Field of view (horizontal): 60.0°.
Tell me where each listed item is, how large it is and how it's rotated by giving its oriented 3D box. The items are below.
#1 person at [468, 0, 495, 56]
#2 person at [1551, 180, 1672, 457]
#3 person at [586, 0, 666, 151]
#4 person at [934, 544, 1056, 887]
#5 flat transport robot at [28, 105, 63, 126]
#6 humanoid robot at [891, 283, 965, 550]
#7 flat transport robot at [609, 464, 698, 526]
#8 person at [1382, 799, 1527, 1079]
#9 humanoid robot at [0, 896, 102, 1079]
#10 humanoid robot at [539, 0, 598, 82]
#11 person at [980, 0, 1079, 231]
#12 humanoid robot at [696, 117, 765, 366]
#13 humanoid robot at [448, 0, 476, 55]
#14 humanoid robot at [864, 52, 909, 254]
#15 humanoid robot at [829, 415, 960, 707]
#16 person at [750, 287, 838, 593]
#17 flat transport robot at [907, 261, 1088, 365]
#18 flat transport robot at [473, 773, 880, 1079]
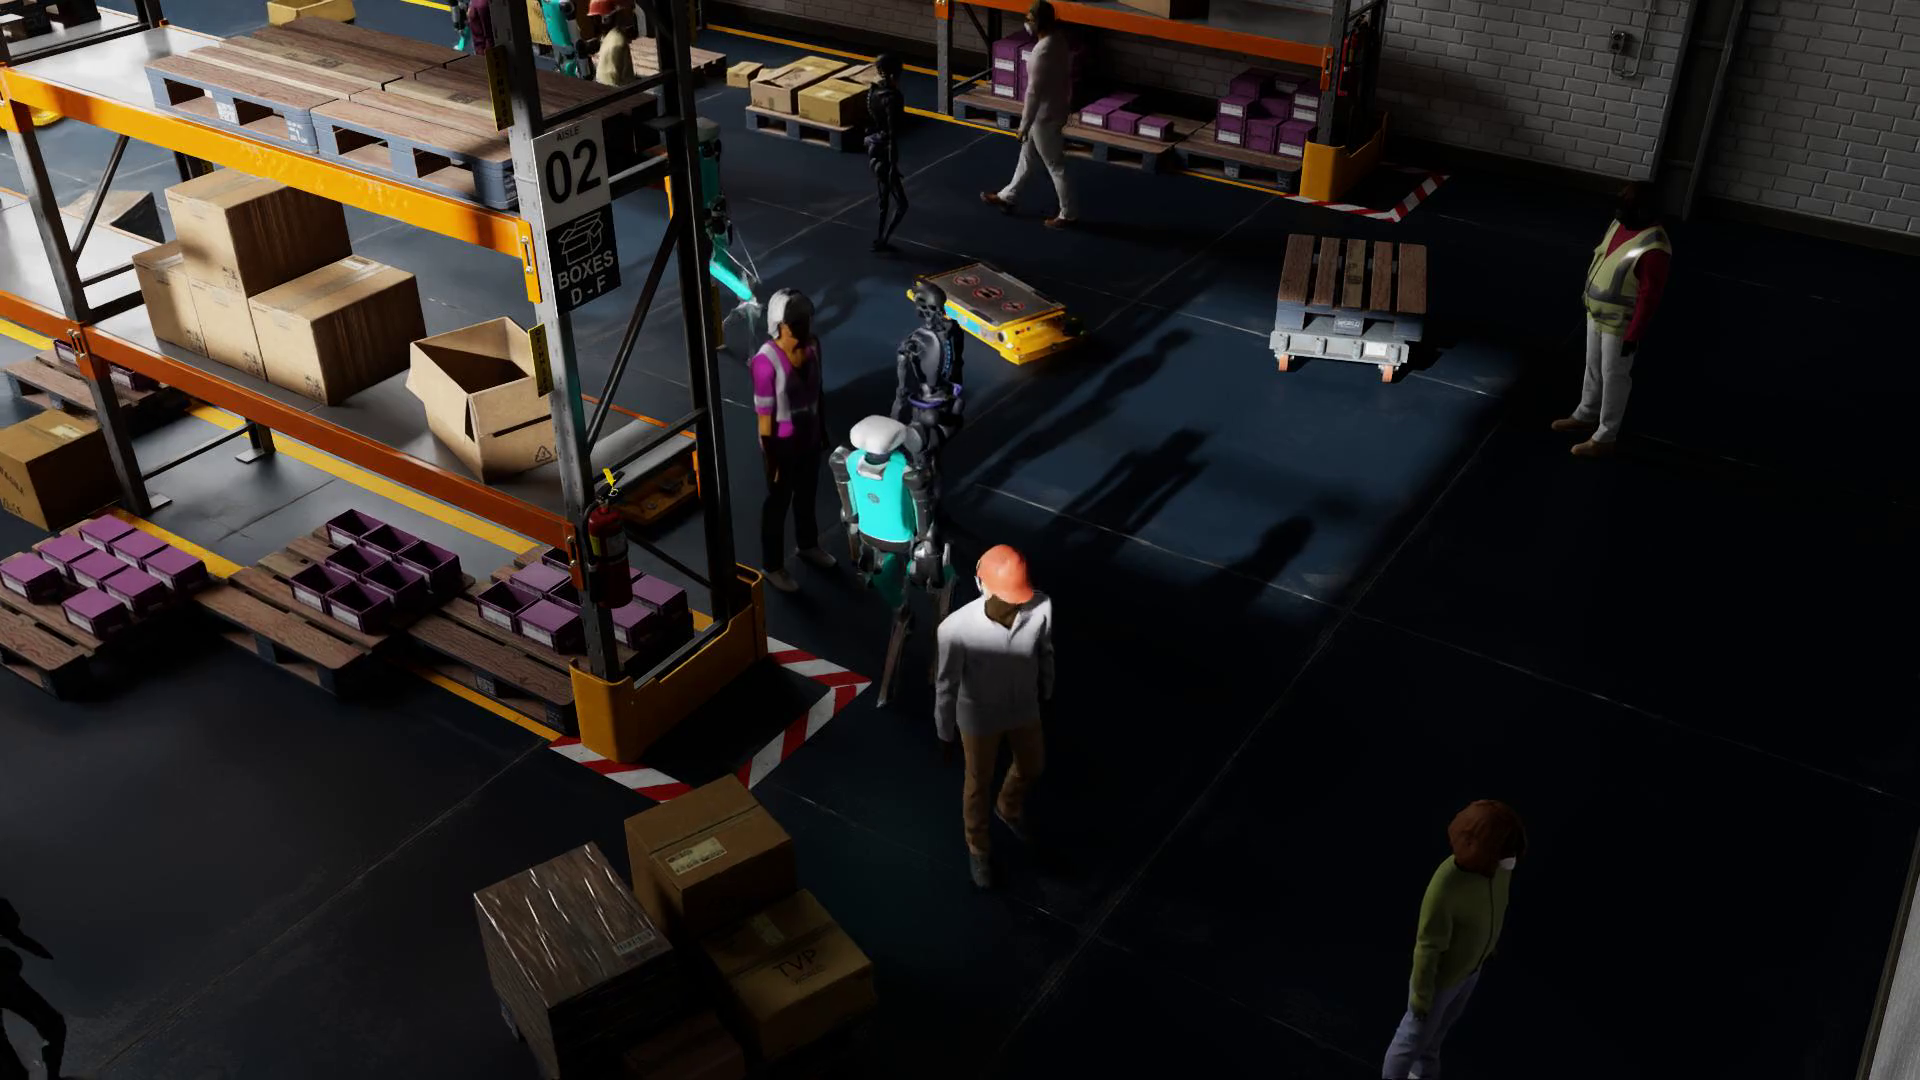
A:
[{"bbox_3d":[-4.220,-4.325,14.986,0.429,1.946,0.488,-10,34,-15],"label":"person"},{"bbox_3d":[4.164,-1.408,10.598,0.429,1.839,0.633,-2,33,-4],"label":"person"},{"bbox_3d":[-2.938,-3.906,14.542,0.727,1.718,0.548,-13,35,-18],"label":"person"},{"bbox_3d":[0.148,0.747,7.372,0.627,1.743,0.414,-16,36,-23],"label":"person"},{"bbox_3d":[-9.540,-4.355,16.566,1.431,0.231,0.659,7,34,10],"label":"flat transport robot"},{"bbox_3d":[-0.178,-0.720,9.698,0.404,1.649,0.585,26,41,34],"label":"humanoid robot"},{"bbox_3d":[-2.308,-0.504,10.647,1.431,0.231,0.659,20,38,28],"label":"flat transport robot"},{"bbox_3d":[1.835,1.589,6.177,0.501,1.632,0.275,-26,41,-34],"label":"person"},{"bbox_3d":[-3.583,1.621,6.087,0.331,1.655,0.588,-4,33,-5],"label":"humanoid robot"},{"bbox_3d":[-3.368,-4.339,15.201,0.847,1.781,0.610,-27,41,-34],"label":"humanoid robot"},{"bbox_3d":[0.592,-3.506,13.776,0.987,1.894,0.642,9,34,13],"label":"person"},{"bbox_3d":[-1.568,-2.055,11.699,0.873,1.789,0.551,11,35,17],"label":"humanoid robot"},{"bbox_3d":[-4.956,-5.257,16.665,0.549,1.832,0.887,-24,40,-32],"label":"humanoid robot"},{"bbox_3d":[-0.599,-3.091,13.340,0.329,1.647,0.614,-7,34,-11],"label":"humanoid robot"},{"bbox_3d":[-0.236,0.069,8.451,0.539,1.795,0.836,15,36,22],"label":"humanoid robot"},{"bbox_3d":[-0.934,-0.570,9.315,0.345,1.839,0.506,25,41,33],"label":"person"},{"bbox_3d":[0.266,-1.739,12.545,0.659,0.231,1.431,-21,39,-29],"label":"flat transport robot"},{"bbox_3d":[-1.054,2.064,6.700,0.659,0.231,1.431,-21,39,-29],"label":"flat transport robot"}]
